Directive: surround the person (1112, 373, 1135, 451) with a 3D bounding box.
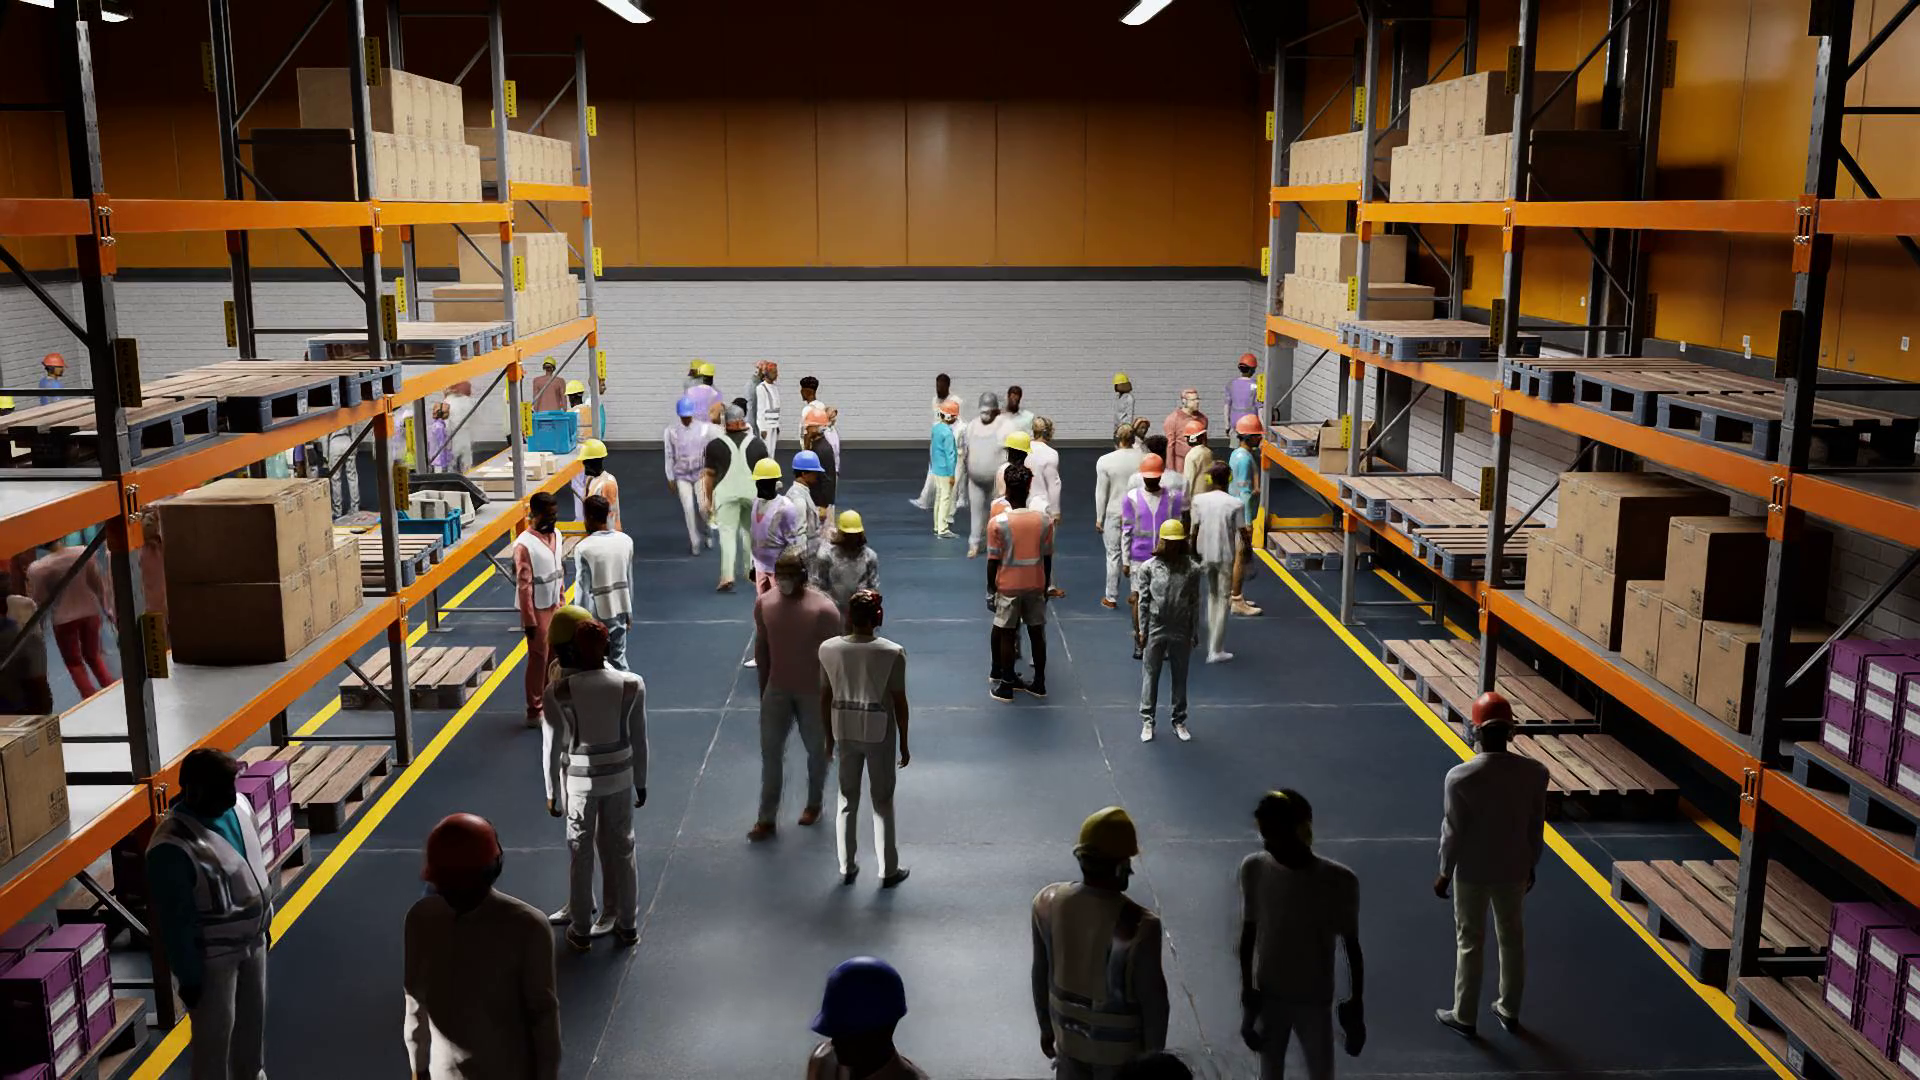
[{"bbox_3d":[2.369,-1.579,24.332,0.318,1.733,0.490,-5,12,-23],"label":"person"}]

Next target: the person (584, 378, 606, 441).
[{"bbox_3d":[-5.029,-1.364,22.986,0.340,1.839,0.504,-1,11,-7],"label":"person"}]

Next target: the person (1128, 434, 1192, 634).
[{"bbox_3d":[1.919,-0.052,16.103,0.632,1.969,0.389,3,12,14],"label":"person"}]

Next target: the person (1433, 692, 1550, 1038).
[{"bbox_3d":[2.625,1.613,8.292,0.561,1.742,0.337,-2,12,-12],"label":"person"}]

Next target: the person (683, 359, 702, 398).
[{"bbox_3d":[-4.186,-2.026,26.569,0.485,1.738,0.344,2,12,12],"label":"person"}]

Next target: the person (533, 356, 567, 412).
[{"bbox_3d":[-6.584,-2.070,26.745,0.530,1.753,0.340,-2,11,-10],"label":"person"}]

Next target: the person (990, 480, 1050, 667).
[{"bbox_3d":[0.550,0.240,15.003,0.587,1.821,0.434,5,12,22],"label":"person"}]

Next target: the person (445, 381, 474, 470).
[{"bbox_3d":[-7.923,-1.942,26.126,0.735,1.741,0.525,10,15,41],"label":"person"}]

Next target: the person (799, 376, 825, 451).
[{"bbox_3d":[-1.908,-1.160,21.673,0.386,1.957,0.606,3,12,14],"label":"person"}]

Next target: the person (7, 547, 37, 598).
[{"bbox_3d":[-7.589,0.511,13.212,0.611,1.985,0.393,4,12,18],"label":"person"}]

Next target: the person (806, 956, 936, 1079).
[{"bbox_3d":[-0.267,2.162,5.020,0.602,1.949,0.393,10,15,40],"label":"person"}]

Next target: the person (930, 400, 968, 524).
[{"bbox_3d":[-0.129,-1.045,21.937,0.533,1.614,0.656,1,11,6],"label":"person"}]

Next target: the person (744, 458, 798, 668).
[{"bbox_3d":[-1.682,0.227,14.778,0.371,1.929,0.585,-11,16,-43],"label":"person"}]

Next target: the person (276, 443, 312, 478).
[{"bbox_3d":[-7.732,-0.622,19.279,0.561,1.836,0.393,9,15,39],"label":"person"}]

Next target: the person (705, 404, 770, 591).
[{"bbox_3d":[-2.404,-0.493,18.102,0.709,2.000,0.908,-3,12,-13],"label":"person"}]

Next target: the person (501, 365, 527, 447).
[{"bbox_3d":[-6.219,-1.508,23.310,0.381,1.994,0.613,-3,12,-14],"label":"person"}]

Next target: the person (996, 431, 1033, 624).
[{"bbox_3d":[0.541,-0.136,16.621,0.374,1.919,0.585,2,12,12],"label":"person"}]

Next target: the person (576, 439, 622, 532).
[{"bbox_3d":[-3.482,-0.030,16.097,0.399,1.919,0.587,-6,13,-28],"label":"person"}]

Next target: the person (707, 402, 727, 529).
[{"bbox_3d":[-3.122,-0.969,21.515,0.279,1.634,0.499,6,13,26],"label":"person"}]

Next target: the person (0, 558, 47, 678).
[{"bbox_3d":[-6.416,0.983,11.143,0.551,1.860,1.057,-9,14,-37],"label":"person"}]

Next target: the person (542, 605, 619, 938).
[{"bbox_3d":[-2.136,1.297,9.420,0.594,1.922,0.384,8,14,35],"label":"person"}]

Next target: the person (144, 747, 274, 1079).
[{"bbox_3d":[-3.228,1.777,7.267,0.429,1.831,0.631,1,11,7],"label":"person"}]

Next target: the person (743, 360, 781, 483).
[{"bbox_3d":[-2.926,-1.730,24.682,0.400,1.895,0.655,6,13,29],"label":"person"}]

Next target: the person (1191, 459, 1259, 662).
[{"bbox_3d":[2.422,0.193,15.164,0.595,1.848,0.515,8,14,35],"label":"person"}]

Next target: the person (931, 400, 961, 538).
[{"bbox_3d":[-0.164,-0.882,20.823,0.355,1.737,0.573,-4,12,-19],"label":"person"}]

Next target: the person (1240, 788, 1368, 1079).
[{"bbox_3d":[1.379,1.890,6.694,0.563,1.837,0.415,5,12,25],"label":"person"}]

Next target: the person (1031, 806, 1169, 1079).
[{"bbox_3d":[0.560,1.930,6.492,0.588,1.828,0.404,9,14,38],"label":"person"}]

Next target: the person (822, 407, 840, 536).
[{"bbox_3d":[-1.679,-0.869,21.024,0.313,1.632,0.517,5,13,26],"label":"person"}]

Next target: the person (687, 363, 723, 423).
[{"bbox_3d":[-3.716,-1.618,24.115,0.591,1.895,0.816,4,12,18],"label":"person"}]

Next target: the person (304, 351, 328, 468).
[{"bbox_3d":[-10.257,-2.078,26.453,0.572,1.883,0.356,-1,11,-5],"label":"person"}]

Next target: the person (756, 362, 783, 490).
[{"bbox_3d":[-2.800,-1.673,24.416,0.349,1.882,0.577,3,12,15],"label":"person"}]

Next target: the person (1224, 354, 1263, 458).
[{"bbox_3d":[4.112,-1.660,23.952,0.616,2.041,0.379,7,13,33],"label":"person"}]

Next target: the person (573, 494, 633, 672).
[{"bbox_3d":[-2.771,0.593,12.999,0.405,1.909,0.597,7,13,30],"label":"person"}]
